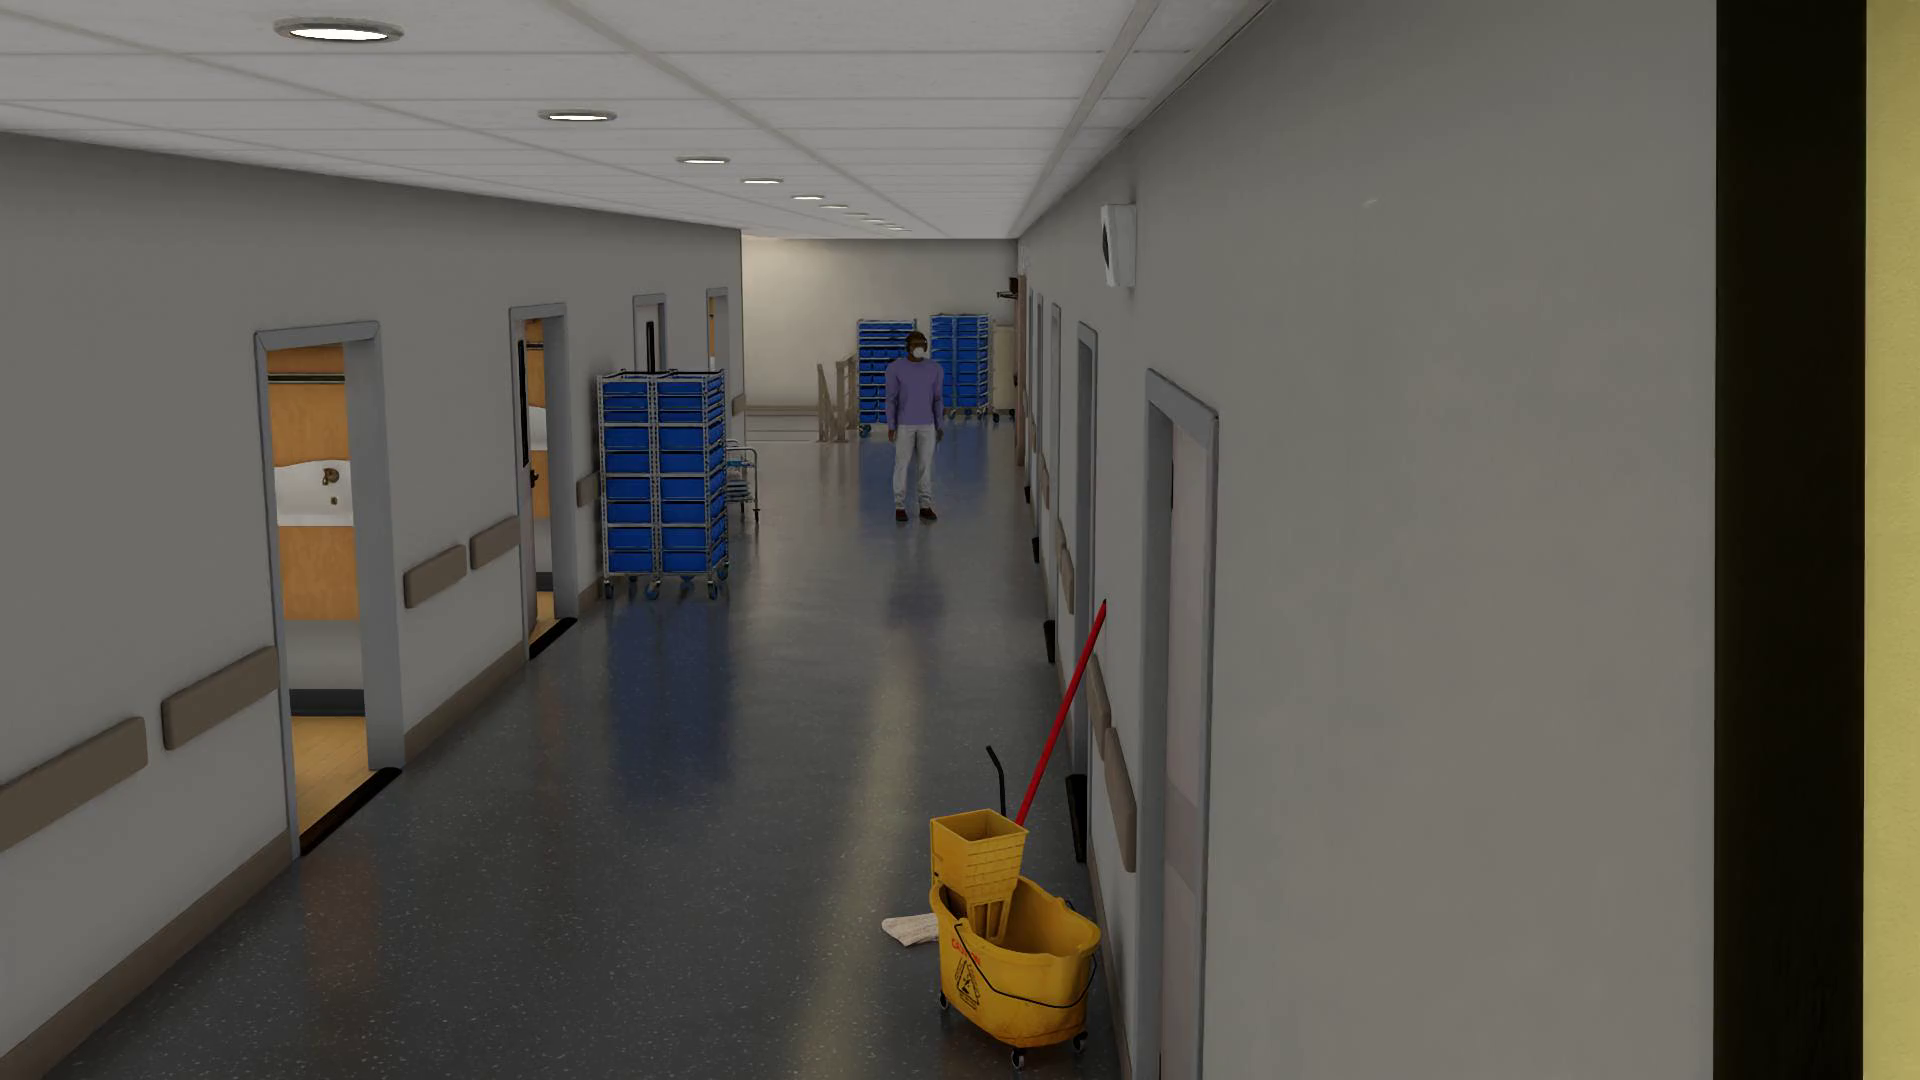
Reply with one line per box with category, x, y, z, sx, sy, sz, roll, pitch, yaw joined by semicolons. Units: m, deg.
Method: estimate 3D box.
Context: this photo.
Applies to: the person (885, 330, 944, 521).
person;-0.455;-1.163;16.940;0.630;1.940;0.373;-3;10;-20
